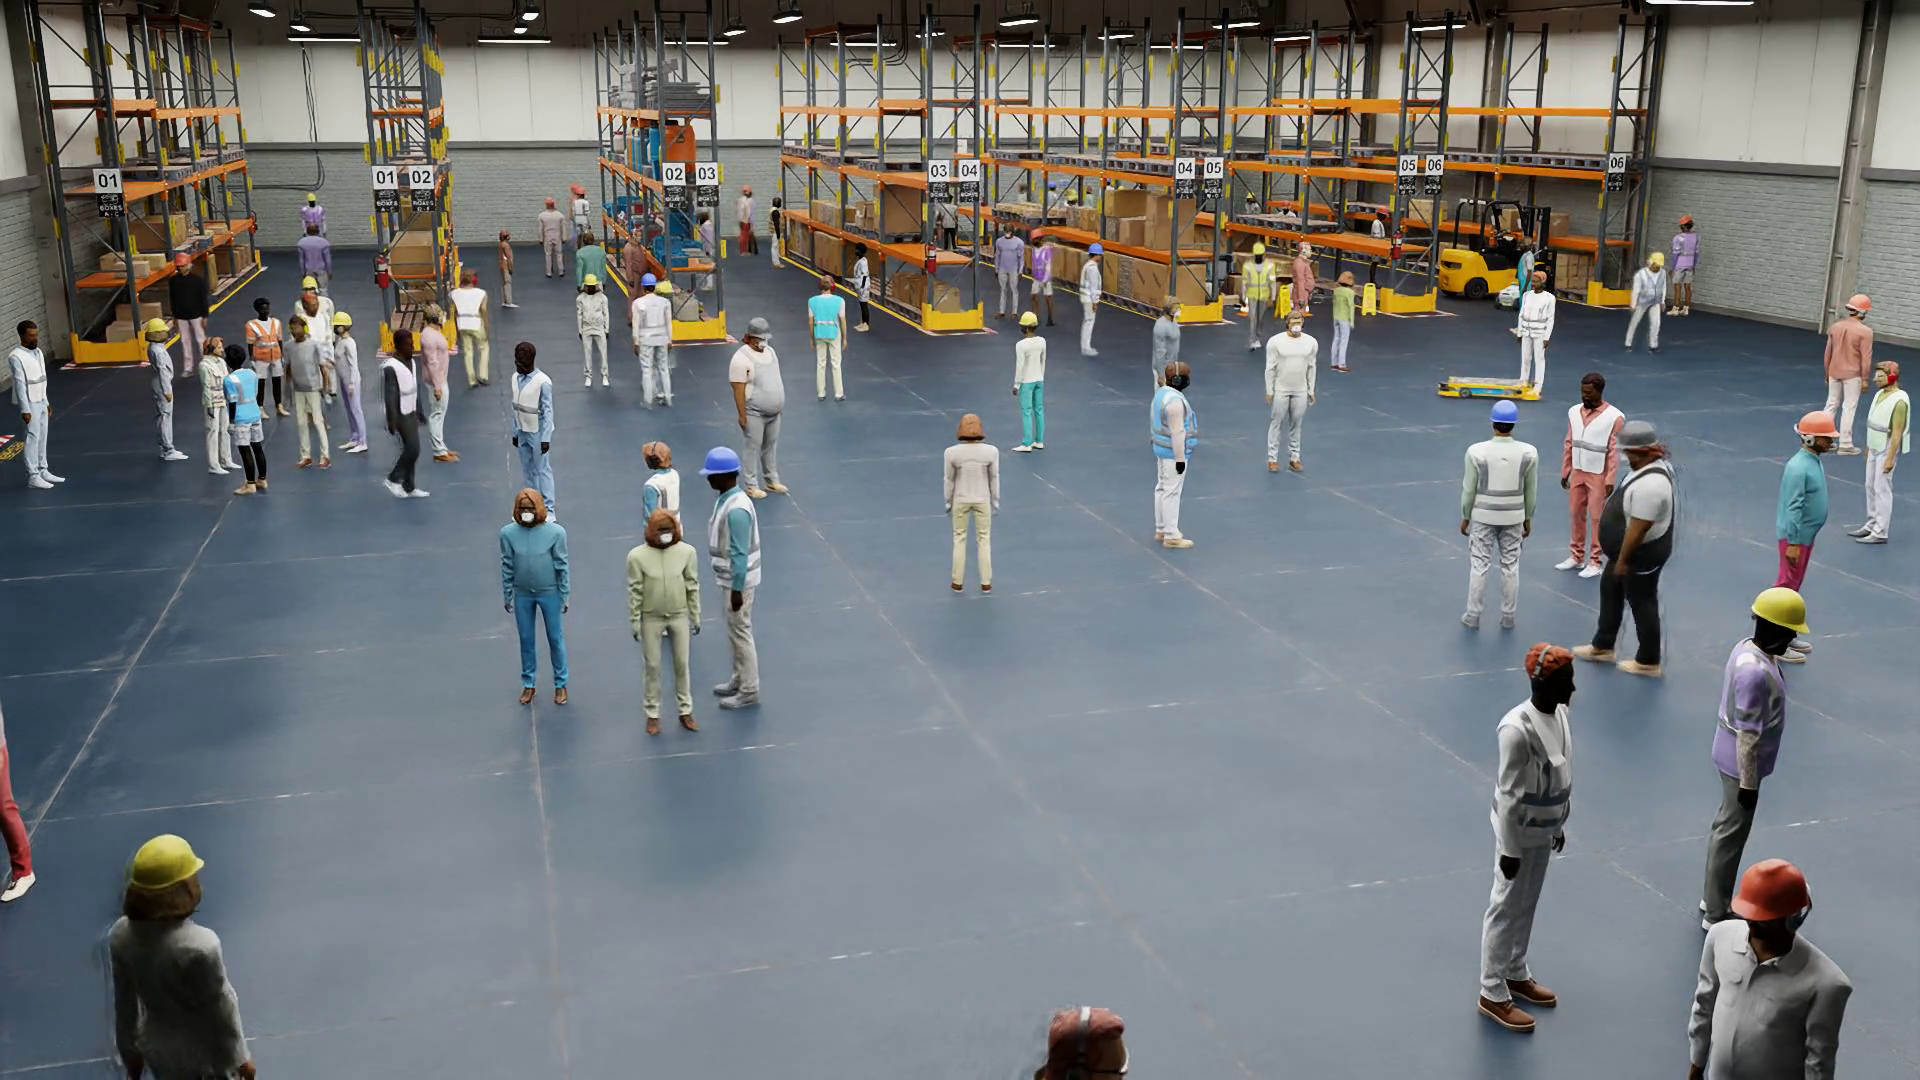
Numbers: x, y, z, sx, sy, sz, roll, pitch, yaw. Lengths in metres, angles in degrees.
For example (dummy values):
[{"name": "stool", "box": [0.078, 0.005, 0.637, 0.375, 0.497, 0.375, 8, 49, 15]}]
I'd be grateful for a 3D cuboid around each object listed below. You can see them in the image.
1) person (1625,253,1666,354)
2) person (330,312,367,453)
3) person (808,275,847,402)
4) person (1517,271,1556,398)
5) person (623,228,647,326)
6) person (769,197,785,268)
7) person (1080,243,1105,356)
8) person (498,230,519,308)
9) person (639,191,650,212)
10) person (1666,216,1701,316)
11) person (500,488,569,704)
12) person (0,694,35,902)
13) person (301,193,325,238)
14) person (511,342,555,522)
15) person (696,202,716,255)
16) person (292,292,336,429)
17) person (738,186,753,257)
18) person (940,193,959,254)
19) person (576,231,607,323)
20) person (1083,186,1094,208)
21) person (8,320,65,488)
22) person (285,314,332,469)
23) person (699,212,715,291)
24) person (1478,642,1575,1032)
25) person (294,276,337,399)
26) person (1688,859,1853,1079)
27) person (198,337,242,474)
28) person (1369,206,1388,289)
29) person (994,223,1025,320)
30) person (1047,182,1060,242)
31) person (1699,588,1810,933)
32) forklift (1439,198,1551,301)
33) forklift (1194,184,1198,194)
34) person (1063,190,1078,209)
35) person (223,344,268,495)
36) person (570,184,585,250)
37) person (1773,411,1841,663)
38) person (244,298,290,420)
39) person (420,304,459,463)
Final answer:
[{"name": "person", "box": [12.007, -4.114, 28.970, 0.607, 1.755, 0.907, -2, 15, -8]}, {"name": "person", "box": [-7.707, -1.983, 20.922, 0.308, 1.771, 0.530, -10, 18, -34]}, {"name": "person", "box": [-1.938, -2.945, 24.388, 0.564, 1.847, 0.388, 2, 15, 9]}, {"name": "person", "box": [8.514, -3.039, 24.676, 0.356, 1.883, 0.574, -10, 18, -33]}, {"name": "person", "box": [-6.317, -5.132, 32.533, 0.402, 1.900, 0.643, 4, 15, 13]}, {"name": "person", "box": [-4.816, -8.097, 43.801, 0.429, 1.837, 0.621, -4, 15, -13]}, {"name": "person", "box": [2.291, -4.169, 28.848, 0.434, 1.934, 0.621, -1, 15, -2]}, {"name": "person", "box": [-9.665, -5.777, 35.446, 0.309, 1.641, 0.511, -9, 17, -31]}, {"name": "person", "box": [-8.952, -8.871, 46.743, 0.602, 1.826, 0.403, 14, 20, 42]}, {"name": "person", "box": [14.779, -5.598, 34.017, 0.605, 2.035, 0.385, -4, 15, -15]}, {"name": "person", "box": [-3.104, 0.408, 12.195, 0.500, 1.627, 0.278, 0, 15, 1]}, {"name": "person", "box": [-5.466, 1.154, 9.145, 0.520, 1.758, 0.344, 3, 15, 12]}, {"name": "person", "box": [-17.231, -8.290, 44.379, 0.595, 1.912, 0.470, -8, 17, -28]}, {"name": "person", "box": [-4.459, -1.116, 17.370, 0.592, 1.919, 0.392, 11, 19, 37]}, {"name": "person", "box": [-7.136, -8.838, 46.397, 0.644, 1.937, 1.043, 11, 18, 35]}, {"name": "person", "box": [-8.806, -2.440, 22.489, 0.671, 1.860, 0.599, 8, 17, 28]}, {"name": "person", "box": [-6.060, -8.954, 46.831, 0.399, 1.953, 0.768, 1, 15, 3]}, {"name": "person", "box": [-0.289, -8.425, 44.965, 0.518, 1.874, 0.327, -1, 15, -4]}, {"name": "person", "box": [-6.950, -4.856, 31.416, 0.626, 1.934, 0.373, -13, 20, -40]}, {"name": "person", "box": [4.085, -10.492, 53.215, 0.294, 1.620, 0.565, -10, 18, -33]}, {"name": "person", "box": [-10.615, -1.556, 19.028, 0.371, 1.915, 0.595, -1, 15, -5]}, {"name": "person", "box": [-7.838, -1.781, 19.972, 0.548, 1.872, 0.334, 3, 15, 10]}, {"name": "person", "box": [-5.882, -6.692, 38.588, 0.433, 1.810, 0.667, -4, 15, -16]}, {"name": "person", "box": [2.735, 1.400, 7.973, 0.354, 1.883, 0.572, 13, 19, 40]}, {"name": "person", "box": [-9.477, -2.956, 24.475, 0.587, 1.826, 0.404, -13, 20, -41]}, {"name": "person", "box": [2.902, 1.973, 6.089, 0.352, 1.744, 0.557, -9, 17, -31]}, {"name": "person", "box": [-8.822, -1.603, 19.761, 0.312, 1.633, 0.518, 1, 15, 5]}, {"name": "person", "box": [9.784, -6.842, 38.895, 0.376, 1.930, 0.542, 5, 16, 18]}, {"name": "person", "box": [0.984, -5.415, 33.520, 0.628, 1.935, 0.373, 6, 16, 21]}, {"name": "person", "box": [2.784, -9.776, 49.948, 0.629, 1.922, 0.674, 9, 18, 31]}, {"name": "person", "box": [4.174, 1.169, 8.775, 0.382, 1.917, 0.585, 7, 16, 24]}, {"name": "forklift", "box": [11.913, -6.508, 37.130, 2.313, 2.155, 1.214, -4, 15, -15]}, {"name": "forklift", "box": [7.392, -11.333, 53.972, 1.873, 2.768, 1.129, -4, 15, -15]}, {"name": "person", "box": [3.297, -9.131, 47.780, 0.608, 1.780, 0.946, -6, 16, -21]}, {"name": "person", "box": [-8.042, -1.349, 18.672, 0.322, 1.697, 0.534, 3, 15, 11]}, {"name": "person", "box": [-11.182, -9.445, 48.682, 0.502, 1.938, 0.705, 3, 15, 11]}, {"name": "person", "box": [6.655, -0.038, 13.166, 0.381, 1.994, 0.621, 11, 18, 35]}, {"name": "person", "box": [-9.626, -2.518, 23.082, 0.319, 1.690, 0.530, 13, 20, 40]}, {"name": "person", "box": [-6.377, -1.913, 20.329, 0.366, 1.940, 0.635, -4, 15, -13]}]
